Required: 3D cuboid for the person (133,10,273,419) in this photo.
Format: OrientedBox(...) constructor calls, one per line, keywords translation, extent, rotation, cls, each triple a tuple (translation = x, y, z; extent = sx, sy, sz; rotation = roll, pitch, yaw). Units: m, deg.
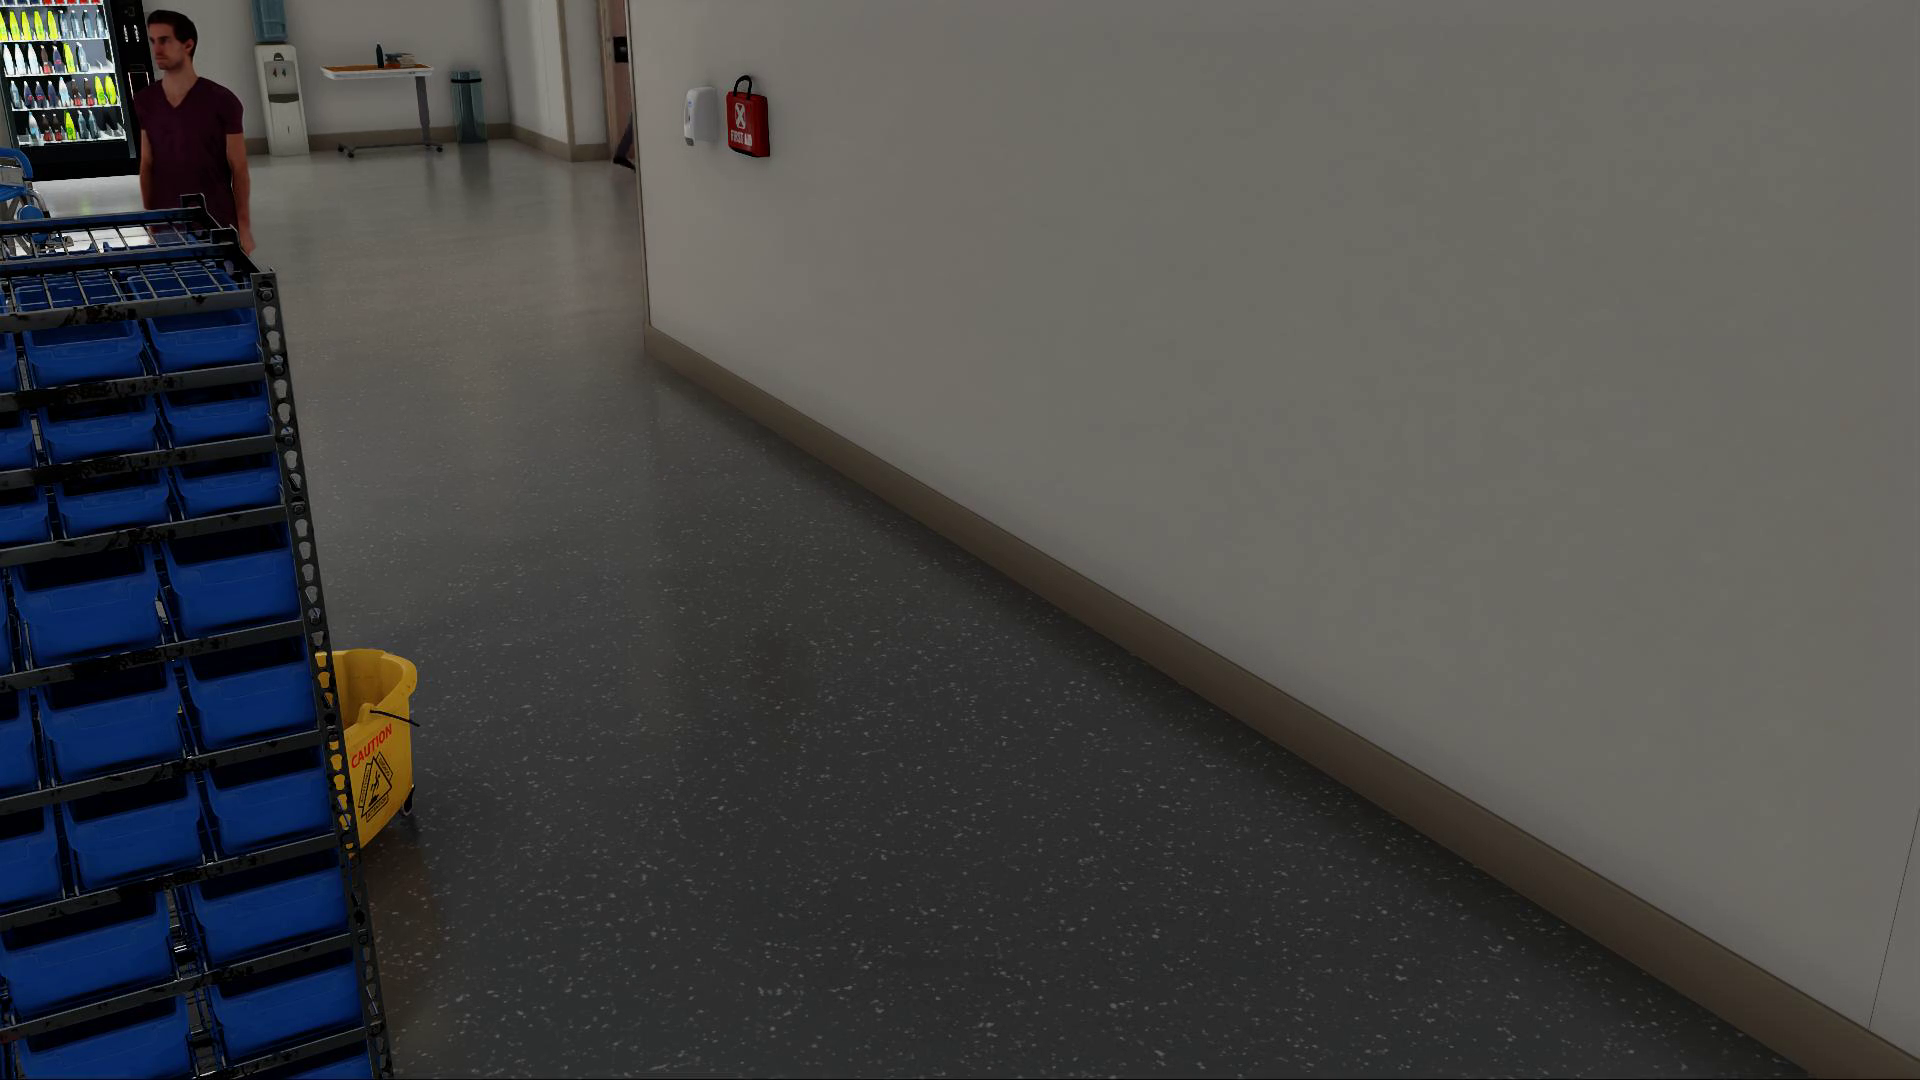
OrientedBox(translation=(-3.393, -1.410, 7.432), extent=(0.701, 1.855, 0.805), rotation=(2, 21, 5), cls="person")
